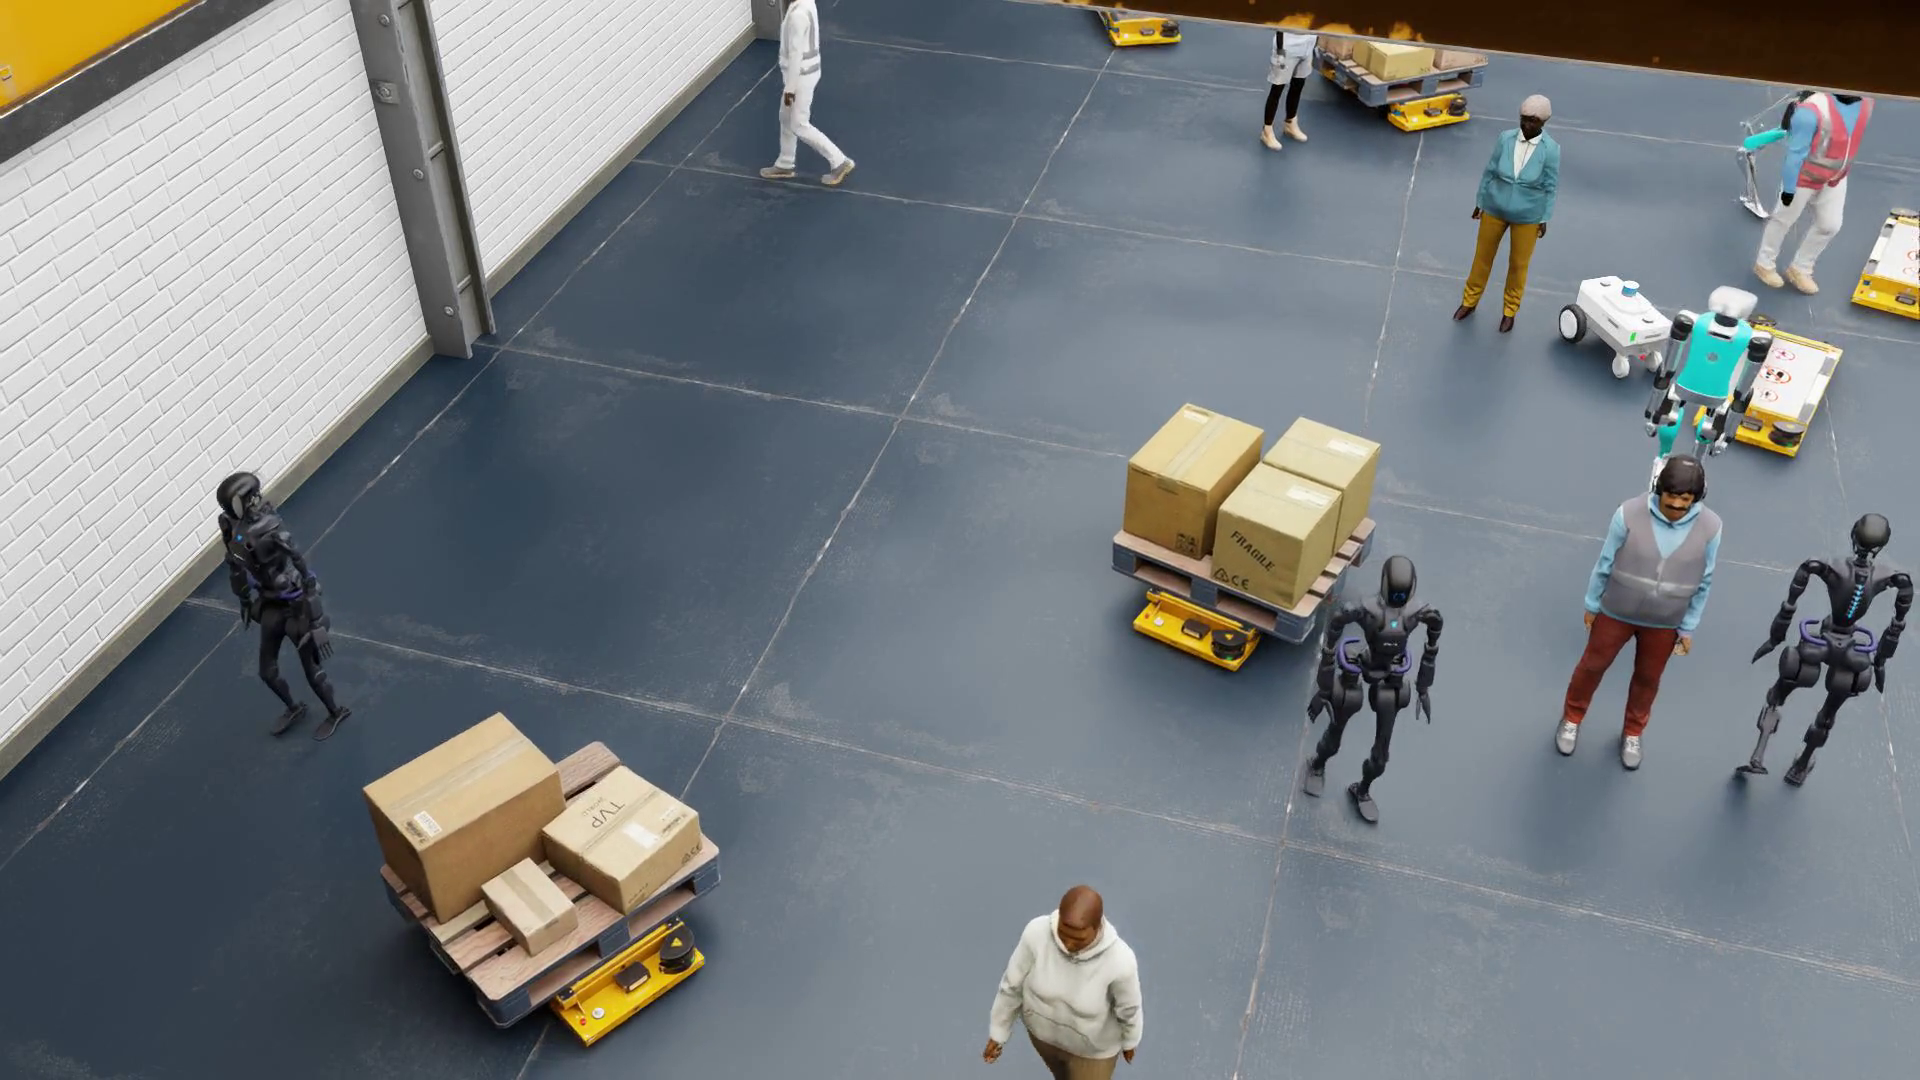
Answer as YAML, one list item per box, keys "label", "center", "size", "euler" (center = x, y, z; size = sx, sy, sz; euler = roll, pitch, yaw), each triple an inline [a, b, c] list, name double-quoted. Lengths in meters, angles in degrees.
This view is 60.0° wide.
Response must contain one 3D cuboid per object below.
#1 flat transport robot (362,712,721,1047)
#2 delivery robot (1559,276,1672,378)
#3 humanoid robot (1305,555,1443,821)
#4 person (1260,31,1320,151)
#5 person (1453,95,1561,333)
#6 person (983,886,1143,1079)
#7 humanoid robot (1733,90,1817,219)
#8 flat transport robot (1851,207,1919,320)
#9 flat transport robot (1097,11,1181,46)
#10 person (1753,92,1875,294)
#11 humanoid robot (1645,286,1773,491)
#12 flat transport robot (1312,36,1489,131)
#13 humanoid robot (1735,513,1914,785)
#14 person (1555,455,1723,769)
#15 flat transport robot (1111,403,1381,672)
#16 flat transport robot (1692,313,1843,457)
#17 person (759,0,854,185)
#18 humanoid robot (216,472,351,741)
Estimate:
- label: "flat transport robot"
  center: [-1.900, 1.720, 7.865]
  size: [0.659, 0.231, 1.431]
  euler: [-31, 48, -32]
- label: "delivery robot"
  center: [4.642, -1.549, 11.680]
  size: [0.499, 0.566, 0.742]
  euler: [-10, 40, -12]
- label: "humanoid robot"
  center: [2.002, 0.667, 8.057]
  size: [0.602, 1.637, 0.452]
  euler: [0, 39, 0]
- label: "person"
  center: [2.826, -4.137, 14.017]
  size: [0.538, 1.693, 0.318]
  euler: [-23, 44, -26]
- label: "person"
  center: [3.864, -2.280, 11.656]
  size: [0.536, 1.751, 0.339]
  euler: [22, 44, 25]
- label: "person"
  center: [0.369, 1.982, 6.368]
  size: [0.534, 1.734, 0.849]
  euler: [19, 43, 22]
- label: "humanoid robot"
  center: [6.412, -3.356, 13.033]
  size: [0.778, 1.818, 0.540]
  euler: [26, 46, 29]
- label: "flat transport robot"
  center: [7.253, -2.079, 12.590]
  size: [0.659, 0.231, 1.431]
  euler: [22, 44, 25]
- label: "flat transport robot"
  center: [1.714, -5.291, 16.586]
  size: [0.659, 0.231, 1.431]
  euler: [-5, 39, -7]
- label: "person"
  center: [6.200, -2.605, 12.007]
  size: [0.642, 1.816, 0.610]
  euler: [-10, 40, -12]
- label: "humanoid robot"
  center: [4.420, -0.839, 9.912]
  size: [0.533, 1.775, 1.003]
  euler: [21, 43, 24]
- label: "flat transport robot"
  center: [3.947, -4.119, 15.128]
  size: [0.659, 0.231, 1.431]
  euler: [-14, 41, -17]
- label: "humanoid robot"
  center: [4.262, 0.579, 8.159]
  size: [0.600, 1.646, 0.405]
  euler: [12, 40, 15]
- label: "person"
  center: [3.393, 0.341, 8.302]
  size: [0.534, 1.872, 0.412]
  euler: [10, 40, 12]
- label: "flat transport robot"
  center: [1.649, 0.194, 9.763]
  size: [0.659, 0.231, 1.431]
  euler: [23, 44, 26]
- label: "flat transport robot"
  center: [5.531, -1.074, 11.340]
  size: [0.659, 0.231, 1.431]
  euler: [23, 44, 25]
- label: "person"
  center: [-1.279, -3.738, 13.384]
  size: [0.765, 1.861, 0.590]
  euler: [-3, 39, -3]
- label: "humanoid robot"
  center: [-3.443, 0.377, 8.412]
  size: [0.610, 1.654, 0.396]
  euler: [17, 42, 20]
